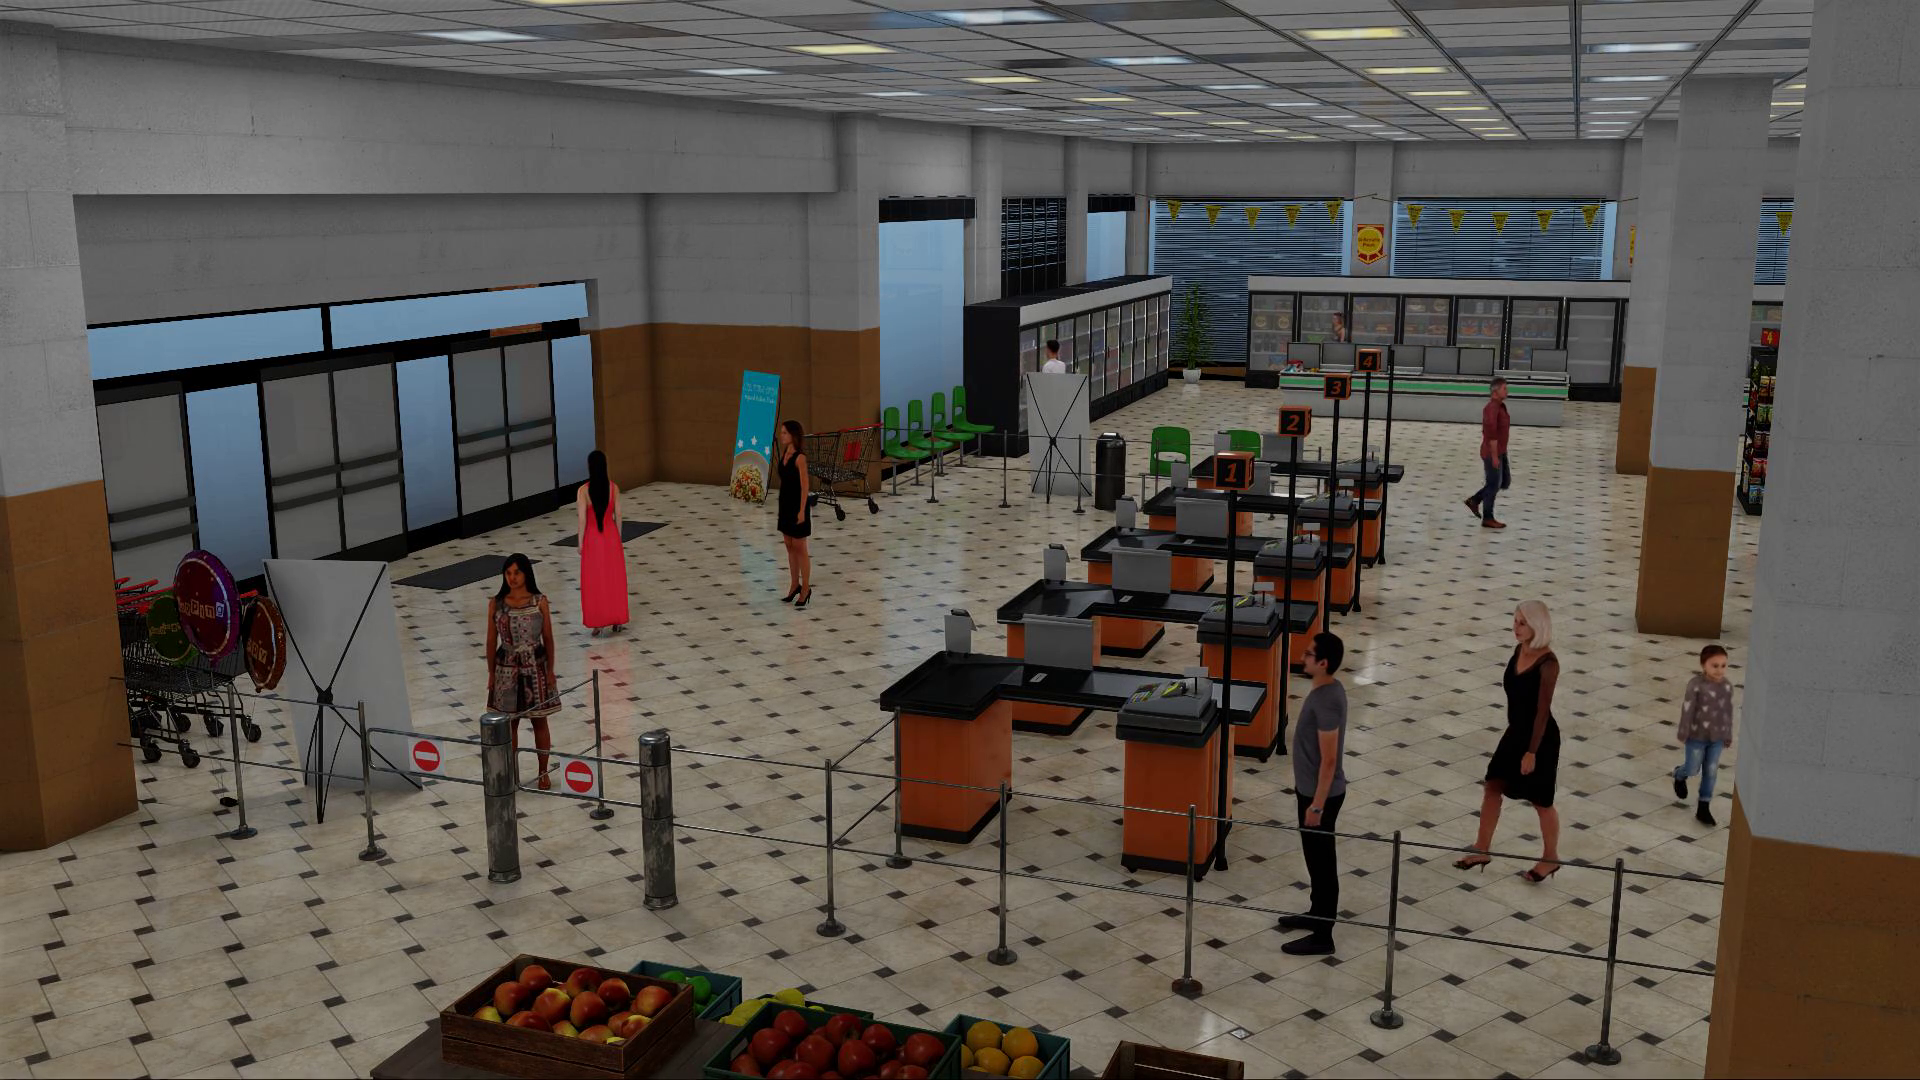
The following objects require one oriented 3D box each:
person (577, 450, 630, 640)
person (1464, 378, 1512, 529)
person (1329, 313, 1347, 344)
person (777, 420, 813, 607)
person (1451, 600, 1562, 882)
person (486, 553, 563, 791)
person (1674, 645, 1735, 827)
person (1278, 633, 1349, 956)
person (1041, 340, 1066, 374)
[{"bbox_3d":[-3.281,0.035,15.194,0.716,1.725,0.750,-8,14,-33],"label":"person"},{"bbox_3d":[6.382,-1.052,20.133,0.832,1.817,0.759,7,14,28],"label":"person"},{"bbox_3d":[7.473,-3.611,32.625,0.822,1.678,0.762,-5,13,-23],"label":"person"},{"bbox_3d":[-1.628,-0.261,16.335,0.728,1.834,0.632,-9,15,-36],"label":"person"},{"bbox_3d":[3.420,1.190,9.718,0.970,1.721,0.848,-2,12,-8],"label":"person"},{"bbox_3d":[-2.974,0.892,11.318,0.640,1.645,0.784,-2,12,-8],"label":"person"},{"bbox_3d":[4.815,1.239,10.782,0.709,1.187,0.684,0,12,-2],"label":"person"},{"bbox_3d":[1.935,1.339,8.928,0.600,1.754,0.655,2,12,10],"label":"person"},{"bbox_3d":[1.382,-2.042,24.711,0.703,1.868,0.704,11,16,43],"label":"person"}]
